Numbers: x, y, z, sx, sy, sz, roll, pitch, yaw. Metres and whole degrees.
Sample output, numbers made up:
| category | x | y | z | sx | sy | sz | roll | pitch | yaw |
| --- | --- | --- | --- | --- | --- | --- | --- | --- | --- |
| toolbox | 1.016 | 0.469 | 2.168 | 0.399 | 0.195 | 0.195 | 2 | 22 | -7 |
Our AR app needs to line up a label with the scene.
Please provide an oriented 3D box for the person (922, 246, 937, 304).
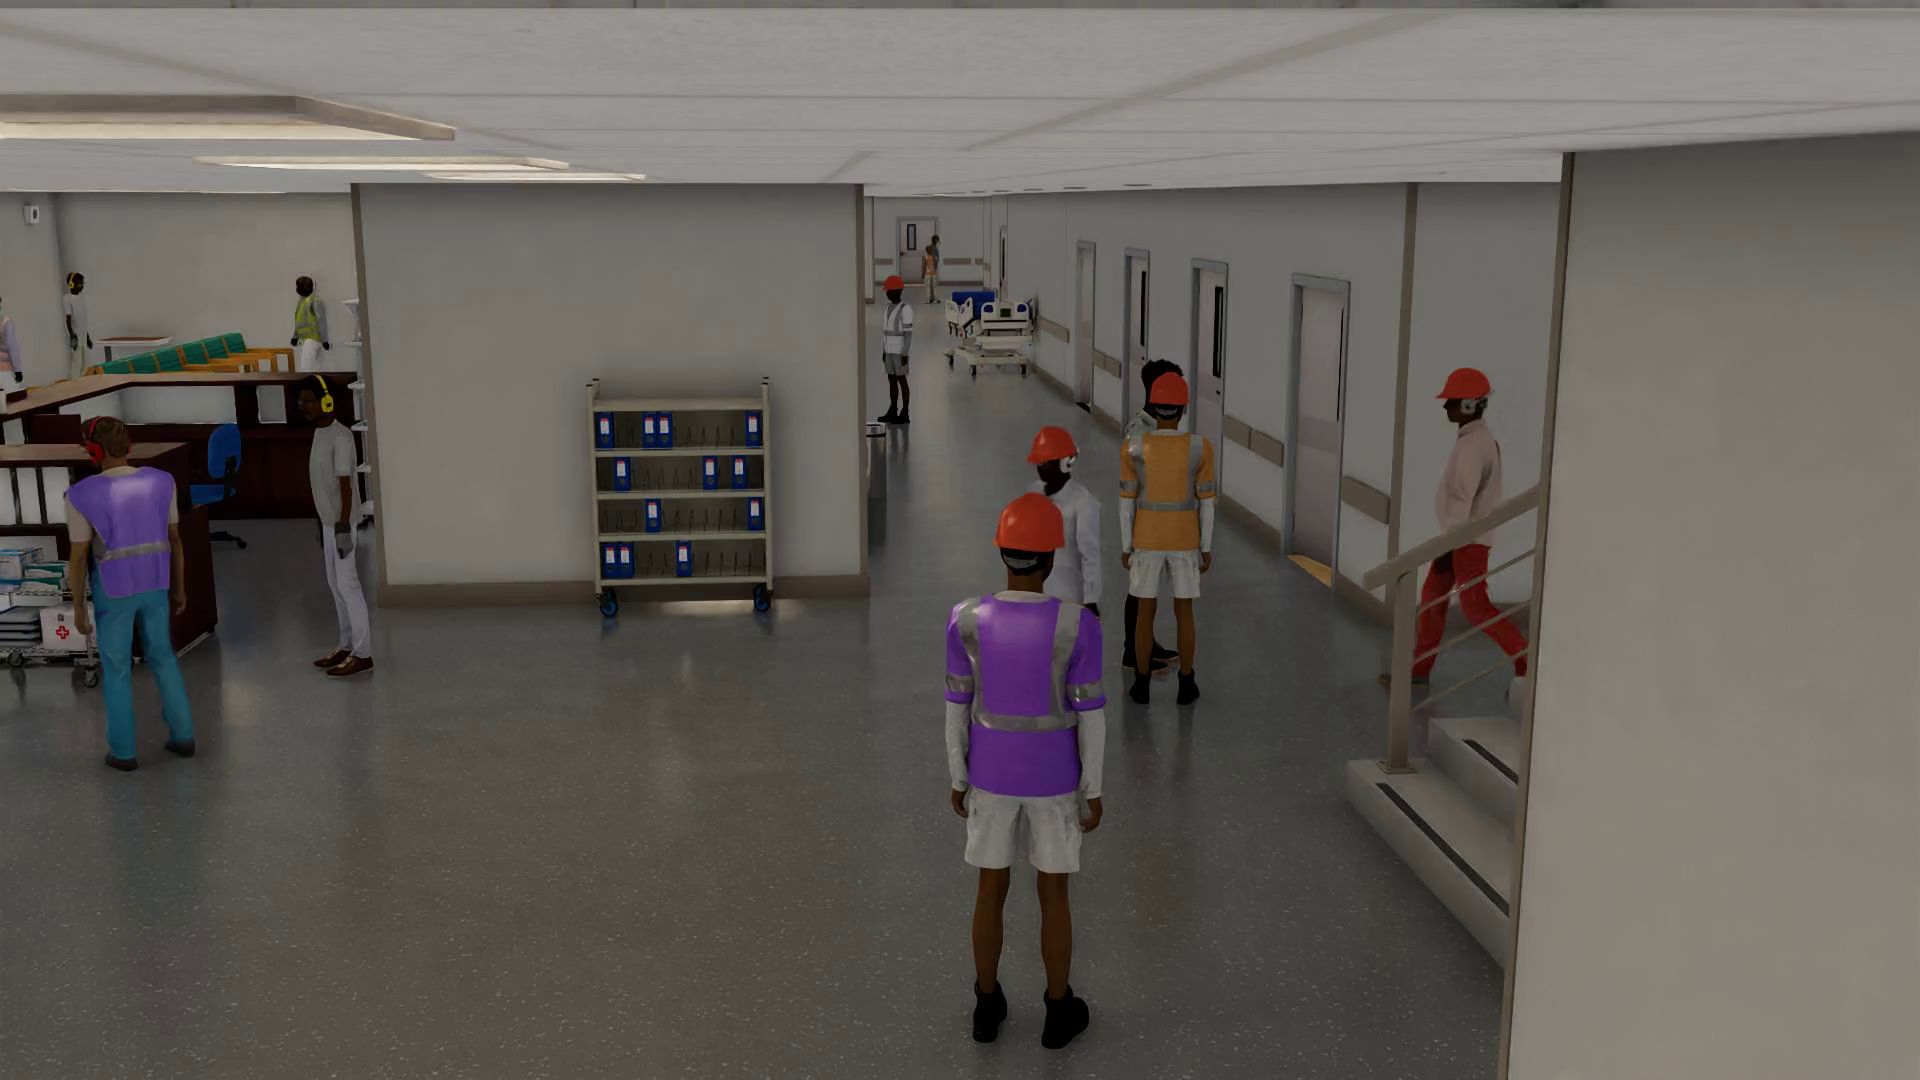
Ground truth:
| category | x | y | z | sx | sy | sz | roll | pitch | yaw |
| --- | --- | --- | --- | --- | --- | --- | --- | --- | --- |
| person | -0.851 | -7.496 | 47.001 | 0.516 | 1.630 | 0.314 | -9 | 15 | -38 |

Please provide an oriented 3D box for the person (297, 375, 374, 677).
| category | x | y | z | sx | sy | sz | roll | pitch | yaw |
| --- | --- | --- | --- | --- | --- | --- | --- | --- | --- |
| person | -3.860 | -0.093 | 10.263 | 0.326 | 1.862 | 0.508 | -9 | 14 | -36 |

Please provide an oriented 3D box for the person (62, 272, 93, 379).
| category | x | y | z | sx | sy | sz | roll | pitch | yaw |
| --- | --- | --- | --- | --- | --- | --- | --- | --- | --- |
| person | -12.816 | -2.951 | 24.224 | 0.322 | 1.865 | 0.565 | -1 | 12 | -3 |

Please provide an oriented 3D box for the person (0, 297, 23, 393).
| category | x | y | z | sx | sy | sz | roll | pitch | yaw |
| --- | --- | --- | --- | --- | --- | --- | --- | --- | --- |
| person | -11.427 | -2.027 | 19.762 | 0.623 | 1.844 | 0.429 | 1 | 12 | 5 |

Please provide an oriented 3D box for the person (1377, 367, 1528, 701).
| category | x | y | z | sx | sy | sz | roll | pitch | yaw |
| --- | --- | --- | --- | --- | --- | --- | --- | --- | --- |
| person | 3.006 | -0.022 | 9.688 | 0.953 | 1.962 | 0.615 | 3 | 12 | 15 |

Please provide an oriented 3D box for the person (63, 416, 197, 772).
| category | x | y | z | sx | sy | sz | roll | pitch | yaw |
| --- | --- | --- | --- | --- | --- | --- | --- | --- | --- |
| person | -4.249 | 0.276 | 8.540 | 0.403 | 1.827 | 0.588 | 8 | 14 | 35 |

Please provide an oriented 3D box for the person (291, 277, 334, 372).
| category | x | y | z | sx | sy | sz | roll | pitch | yaw |
| --- | --- | --- | --- | --- | --- | --- | --- | --- | --- |
| person | -9.606 | -2.971 | 24.489 | 0.972 | 1.791 | 0.623 | -9 | 15 | -37 |

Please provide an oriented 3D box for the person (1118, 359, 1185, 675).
| category | x | y | z | sx | sy | sz | roll | pitch | yaw |
| --- | --- | --- | --- | --- | --- | --- | --- | --- | --- |
| person | 1.179 | -0.145 | 10.292 | 0.387 | 1.954 | 0.610 | 4 | 12 | 17 |

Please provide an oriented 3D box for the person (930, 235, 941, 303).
| category | x | y | z | sx | sy | sz | roll | pitch | yaw |
| --- | --- | --- | --- | --- | --- | --- | --- | --- | --- |
| person | -0.741 | -7.686 | 47.214 | 0.391 | 1.928 | 0.636 | 0 | 12 | -2 |

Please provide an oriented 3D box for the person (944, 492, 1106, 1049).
| category | x | y | z | sx | sy | sz | roll | pitch | yaw |
| --- | --- | --- | --- | --- | --- | --- | --- | --- | --- |
| person | 0.228 | 0.796 | 5.721 | 0.552 | 1.937 | 0.356 | 3 | 12 | 13 |

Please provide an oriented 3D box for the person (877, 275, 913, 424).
| category | x | y | z | sx | sy | sz | roll | pitch | yaw |
| --- | --- | --- | --- | --- | --- | --- | --- | --- | --- |
| person | -0.851 | -2.486 | 21.759 | 0.361 | 1.940 | 0.543 | -9 | 14 | -36 |

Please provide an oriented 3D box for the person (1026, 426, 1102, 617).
| category | x | y | z | sx | sy | sz | roll | pitch | yaw |
| --- | --- | --- | --- | --- | --- | --- | --- | --- | --- |
| person | 0.507 | 0.252 | 8.884 | 0.422 | 1.736 | 0.581 | -6 | 13 | -27 |

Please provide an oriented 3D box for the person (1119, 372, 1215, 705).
| category | x | y | z | sx | sy | sz | roll | pitch | yaw |
| --- | --- | --- | --- | --- | --- | --- | --- | --- | --- |
| person | 1.189 | -0.001 | 9.618 | 0.545 | 1.939 | 0.354 | 1 | 12 | 7 |
